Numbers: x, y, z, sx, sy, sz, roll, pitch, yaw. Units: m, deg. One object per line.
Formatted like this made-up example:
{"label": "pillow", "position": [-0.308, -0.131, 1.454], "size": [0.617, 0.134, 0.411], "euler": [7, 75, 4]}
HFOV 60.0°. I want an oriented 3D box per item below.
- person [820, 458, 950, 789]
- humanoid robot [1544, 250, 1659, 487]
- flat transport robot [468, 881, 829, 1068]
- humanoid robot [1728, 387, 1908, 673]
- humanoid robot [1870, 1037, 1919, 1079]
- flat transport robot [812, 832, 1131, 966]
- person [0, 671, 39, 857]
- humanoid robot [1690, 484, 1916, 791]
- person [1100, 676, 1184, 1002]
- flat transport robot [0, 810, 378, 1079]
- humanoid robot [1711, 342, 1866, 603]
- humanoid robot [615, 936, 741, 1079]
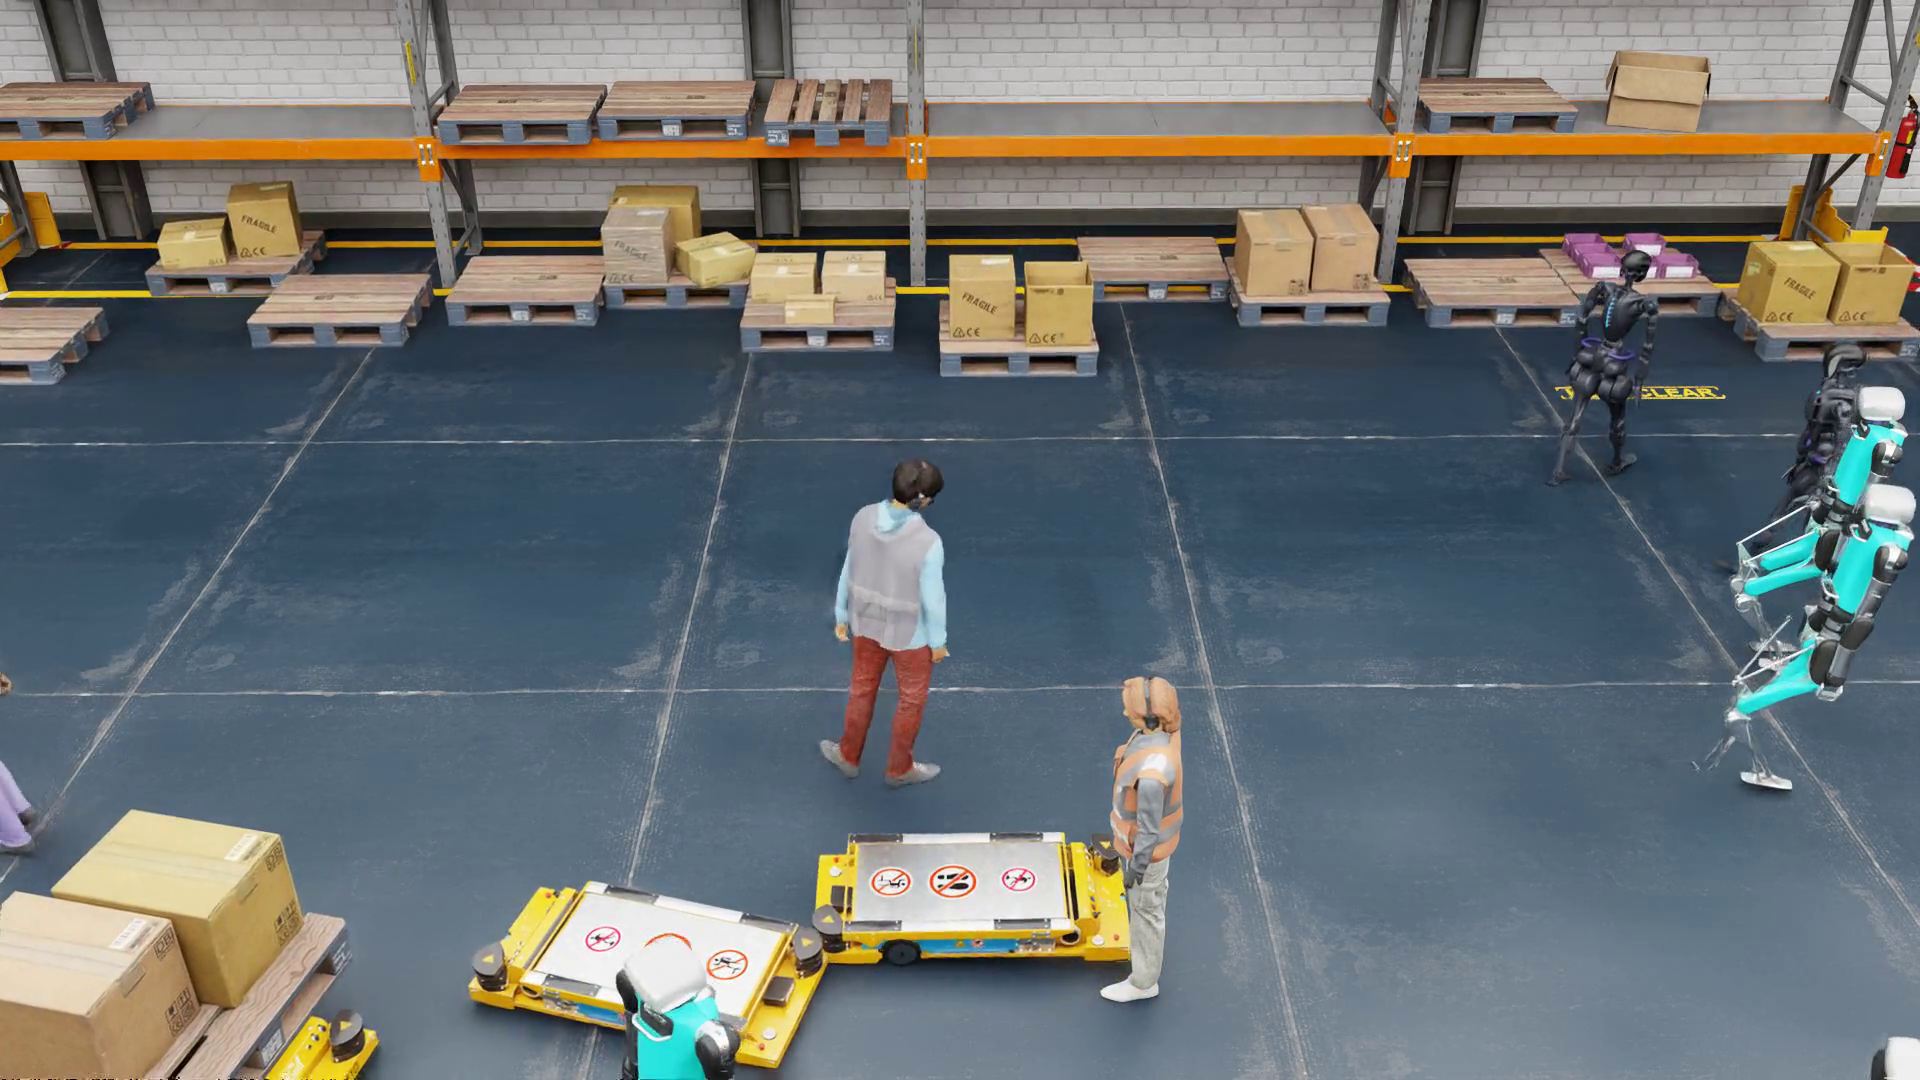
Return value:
{"label": "person", "position": [-0.404, 0.417, 8.186], "size": [0.737, 1.849, 0.423], "euler": [17, 35, 27]}
{"label": "humanoid robot", "position": [4.283, -1.149, 10.986], "size": [0.721, 1.629, 0.598], "euler": [-22, 37, -32]}
{"label": "flat transport robot", "position": [-1.355, 1.872, 7.294], "size": [1.431, 0.231, 0.659], "euler": [8, 32, 14]}
{"label": "humanoid robot", "position": [4.505, -0.057, 8.950], "size": [0.735, 1.677, 0.533], "euler": [7, 32, 12]}
{"label": "humanoid robot", "position": [2.520, 2.246, 5.274], "size": [0.849, 1.785, 0.552], "euler": [7, 32, 11]}
{"label": "flat transport robot", "position": [0.050, 1.649, 7.665], "size": [1.431, 0.231, 0.659], "euler": [-1, 31, -1]}
{"label": "person", "position": [-4.693, 0.747, 7.659], "size": [0.499, 1.817, 0.598], "euler": [7, 32, 11]}
{"label": "humanoid robot", "position": [4.038, 0.569, 8.151], "size": [0.754, 1.899, 0.546], "euler": [8, 32, 13]}
{"label": "person", "position": [0.779, 1.250, 6.998], "size": [0.306, 1.639, 0.510], "euler": [5, 31, 8]}
{"label": "flat transport robot", "position": [-3.222, 2.140, 6.848], "size": [1.431, 0.231, 0.659], "euler": [7, 32, 11]}
{"label": "humanoid robot", "position": [4.992, -0.379, 9.718], "size": [0.788, 1.631, 0.591], "euler": [6, 31, 10]}
{"label": "humanoid robot", "position": [-1.092, 2.170, 5.404], "size": [0.553, 1.796, 0.821], "euler": [27, 40, 37]}
